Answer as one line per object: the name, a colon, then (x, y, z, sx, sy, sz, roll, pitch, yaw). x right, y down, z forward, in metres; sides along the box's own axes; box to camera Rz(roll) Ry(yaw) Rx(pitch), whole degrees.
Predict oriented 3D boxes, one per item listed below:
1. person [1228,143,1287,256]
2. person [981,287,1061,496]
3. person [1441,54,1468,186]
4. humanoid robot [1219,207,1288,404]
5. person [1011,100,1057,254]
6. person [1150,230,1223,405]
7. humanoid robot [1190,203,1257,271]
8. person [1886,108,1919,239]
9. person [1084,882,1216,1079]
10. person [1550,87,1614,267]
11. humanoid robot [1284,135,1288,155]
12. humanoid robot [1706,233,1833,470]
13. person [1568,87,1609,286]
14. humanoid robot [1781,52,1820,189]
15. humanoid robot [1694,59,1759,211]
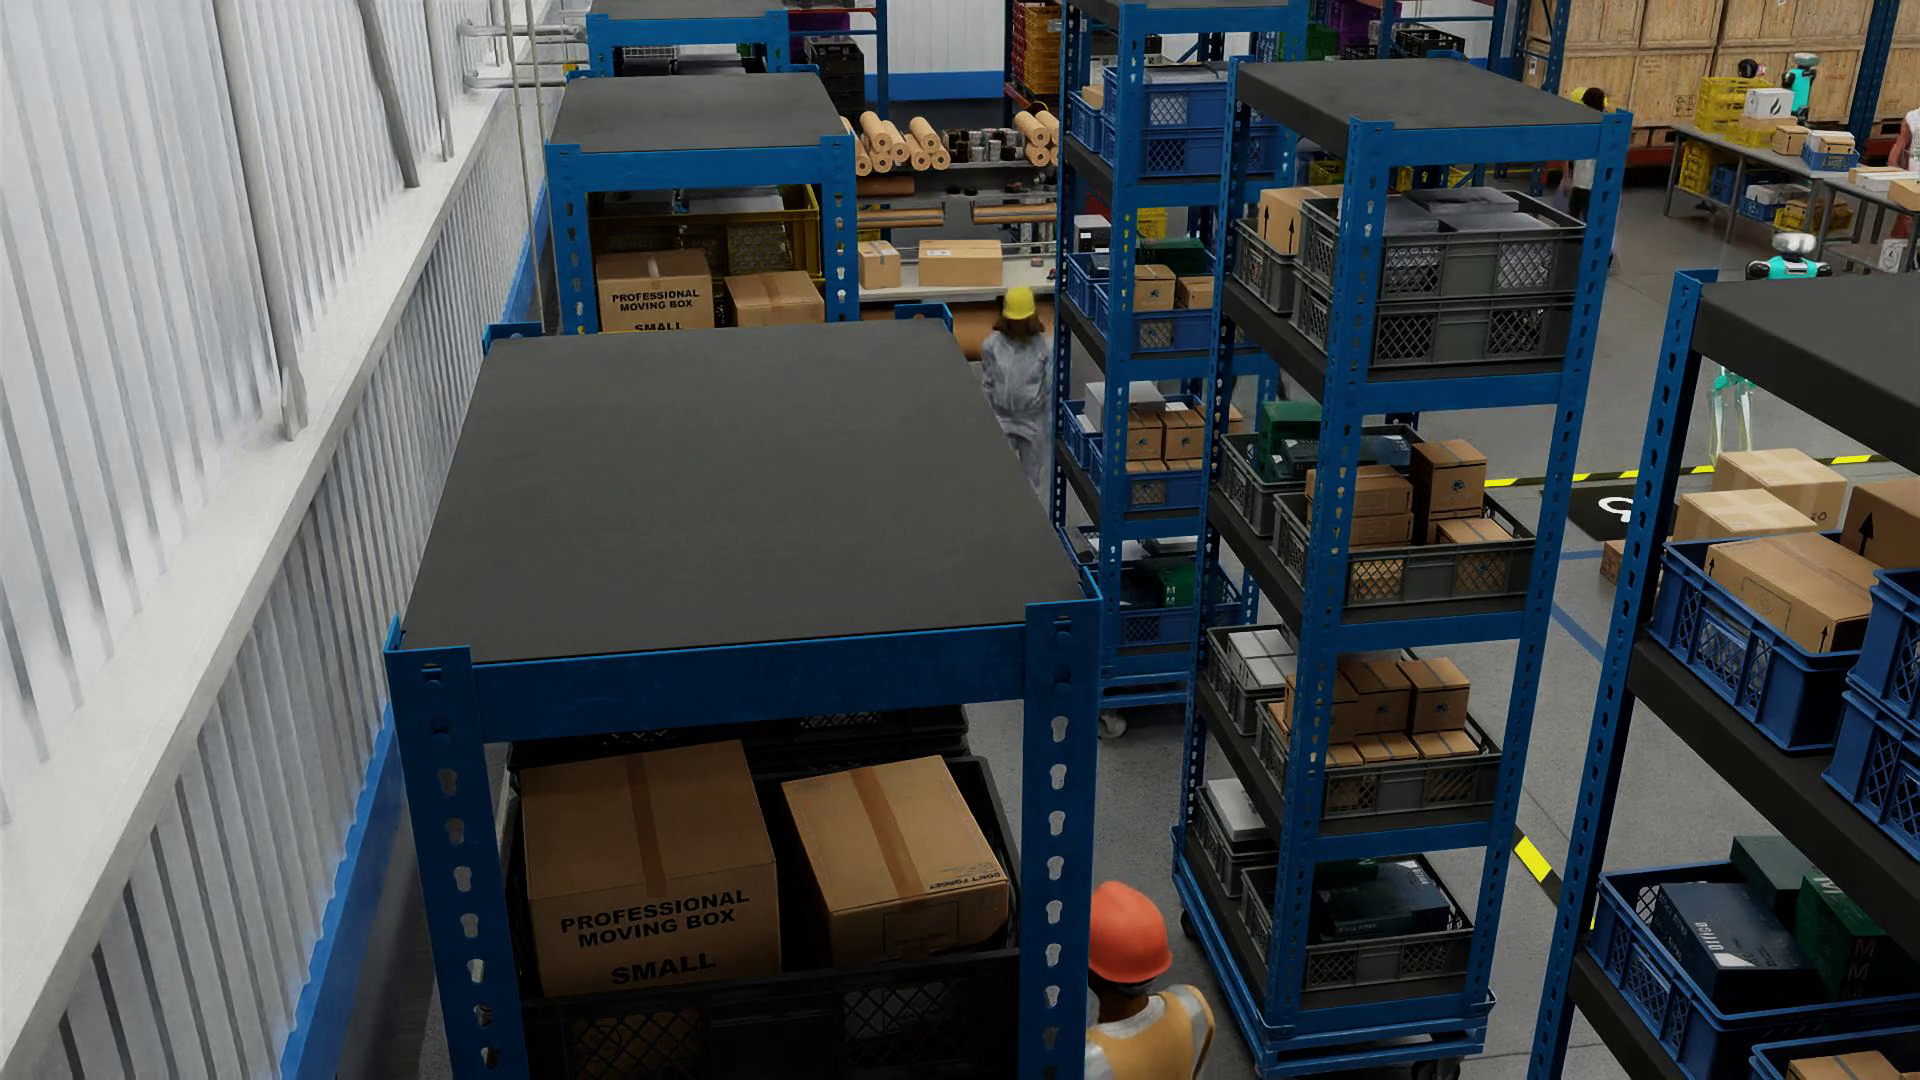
person: (2.537, -2.715, 14.115, 0.439, 2.035, 0.620, -15, 29, -30)
person: (0.342, -0.655, 9.977, 0.494, 1.722, 0.700, 4, 25, 8)
person: (5.123, -4.202, 17.563, 0.343, 1.839, 0.499, -13, 28, -27)
humanoid robot: (2.181, -1.623, 12.200, 0.787, 1.629, 0.596, -8, 26, -17)
person: (0.695, -2.972, 14.847, 0.505, 1.869, 0.329, 9, 26, 18)
person: (1.474, -1.107, 10.811, 0.597, 1.850, 0.384, -2, 25, -3)
humanoid robot: (2.172, -2.387, 13.789, 0.593, 1.648, 0.377, 2, 25, 5)
person: (9.249, -3.511, 16.006, 0.602, 1.882, 0.929, -3, 25, -6)
person: (0.407, 1.755, 4.487, 0.543, 1.939, 0.368, -19, 31, -36)
person: (6.076, -3.512, 16.187, 0.541, 1.724, 0.836, -14, 28, -27)
humanoid robot: (2.988, -3.463, 16.207, 0.540, 1.901, 0.722, -5, 25, -10)
humanoid robot: (5.363, -1.308, 11.220, 0.533, 1.681, 0.735, 1, 25, 2)
person: (5.884, -3.256, 15.517, 0.332, 1.833, 0.659, -11, 27, -23)
humanoid robot: (9.066, -4.279, 17.834, 0.532, 1.792, 0.673, -18, 30, -33)
humanoid robot: (8.499, -4.421, 18.228, 0.553, 1.642, 0.611, 22, 33, 40)
